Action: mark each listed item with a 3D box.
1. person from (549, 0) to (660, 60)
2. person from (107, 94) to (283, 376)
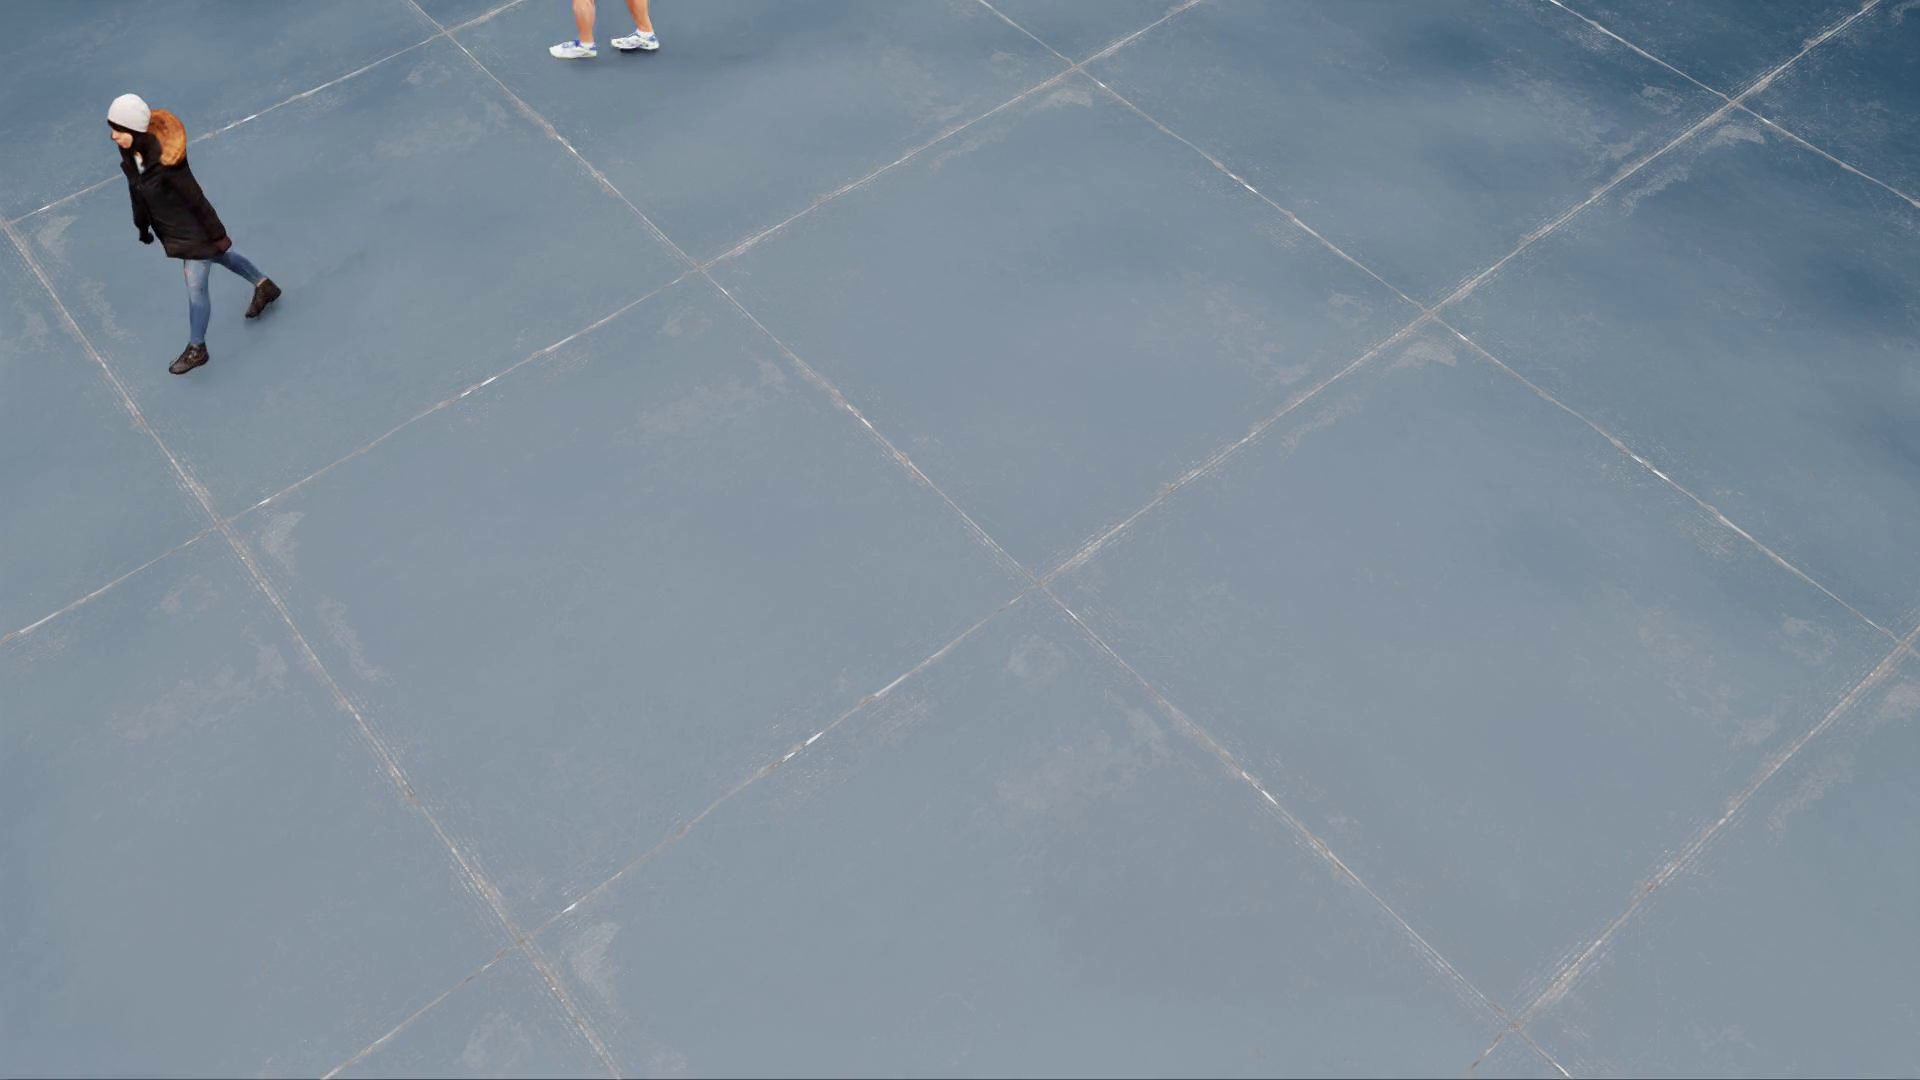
[{"bbox_3d":[-2.160,-3.827,10.347,1.089,1.832,0.996,-3,52,-2],"label":"person"},{"bbox_3d":[-4.063,-1.713,8.863,0.844,1.591,1.119,27,57,19],"label":"person"}]
